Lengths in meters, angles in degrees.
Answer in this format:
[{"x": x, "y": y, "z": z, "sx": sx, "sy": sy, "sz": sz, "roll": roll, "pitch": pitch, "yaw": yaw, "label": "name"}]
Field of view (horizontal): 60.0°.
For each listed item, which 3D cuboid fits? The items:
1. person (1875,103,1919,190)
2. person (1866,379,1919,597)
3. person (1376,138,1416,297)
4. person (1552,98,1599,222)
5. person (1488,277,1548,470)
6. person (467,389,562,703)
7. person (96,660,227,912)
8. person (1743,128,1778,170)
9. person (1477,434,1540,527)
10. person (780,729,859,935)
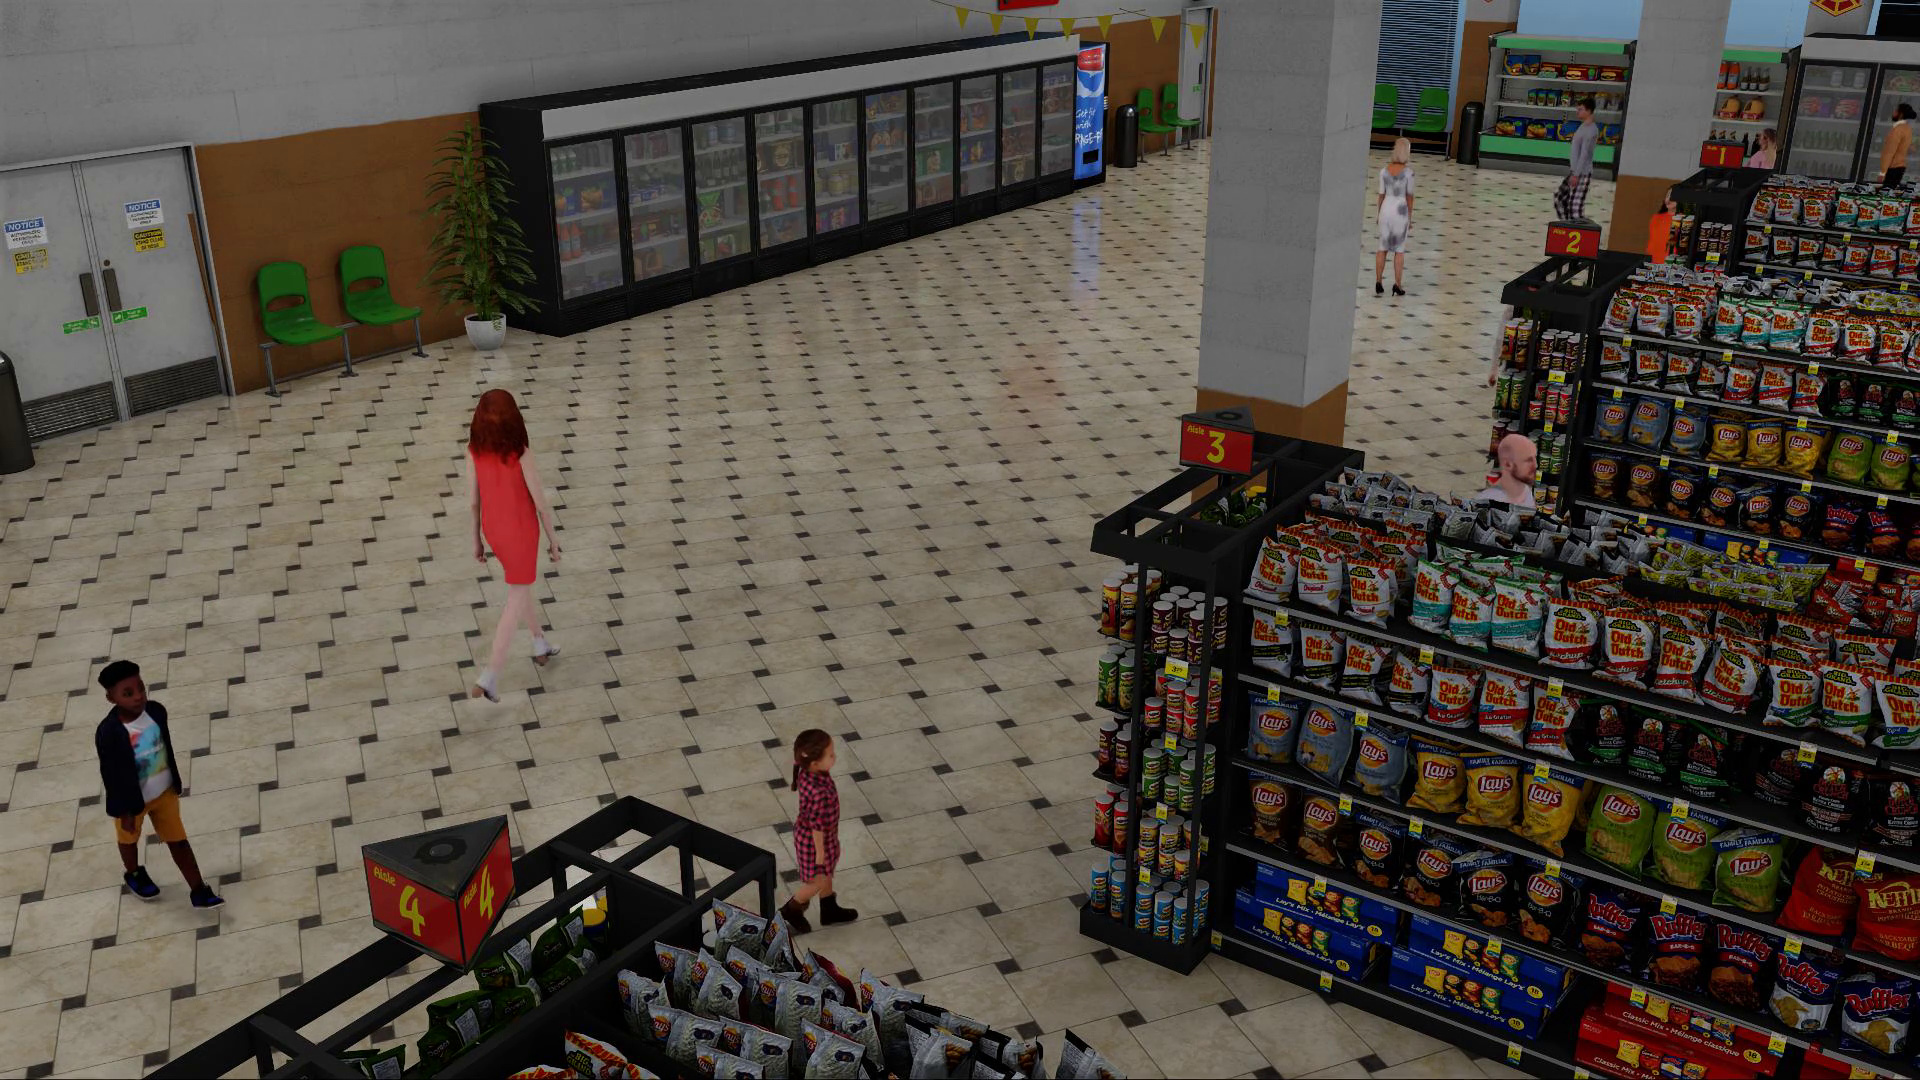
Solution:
[{"x": 12.060, "y": -4.707, "z": 21.406, "sx": 1.145, "sy": 1.734, "sz": 0.722, "roll": 17, "pitch": 28, "yaw": 36, "label": "person"}, {"x": 5.793, "y": -0.247, "z": 10.275, "sx": 0.751, "sy": 1.757, "sz": 0.757, "roll": 5, "pitch": 22, "yaw": 12, "label": "person"}, {"x": 4.890, "y": -3.631, "z": 18.708, "sx": 0.434, "sy": 1.749, "sz": 0.615, "roll": 14, "pitch": 26, "yaw": 32, "label": "person"}, {"x": 7.996, "y": -4.698, "z": 21.242, "sx": 0.800, "sy": 1.839, "sz": 0.782, "roll": 3, "pitch": 22, "yaw": 7, "label": "person"}, {"x": 4.441, "y": -1.321, "z": 13.115, "sx": 0.678, "sy": 1.633, "sz": 0.693, "roll": 16, "pitch": 27, "yaw": 34, "label": "person"}, {"x": -2.590, "y": 0.072, "z": 9.443, "sx": 1.158, "sy": 1.786, "sz": 0.908, "roll": 7, "pitch": 23, "yaw": 17, "label": "person"}, {"x": -3.760, "y": 1.124, "z": 7.562, "sx": 0.866, "sy": 1.236, "sz": 0.530, "roll": 14, "pitch": 26, "yaw": 30, "label": "person"}, {"x": 9.511, "y": -4.071, "z": 19.886, "sx": 0.670, "sy": 1.687, "sz": 0.652, "roll": -15, "pitch": 26, "yaw": -32, "label": "person"}, {"x": 2.833, "y": 0.311, "z": 8.779, "sx": 0.597, "sy": 1.837, "sz": 0.685, "roll": 17, "pitch": 28, "yaw": 36, "label": "person"}, {"x": -0.664, "y": 1.302, "z": 7.410, "sx": 0.656, "sy": 1.018, "sz": 0.606, "roll": -5, "pitch": 23, "yaw": -13, "label": "person"}]
